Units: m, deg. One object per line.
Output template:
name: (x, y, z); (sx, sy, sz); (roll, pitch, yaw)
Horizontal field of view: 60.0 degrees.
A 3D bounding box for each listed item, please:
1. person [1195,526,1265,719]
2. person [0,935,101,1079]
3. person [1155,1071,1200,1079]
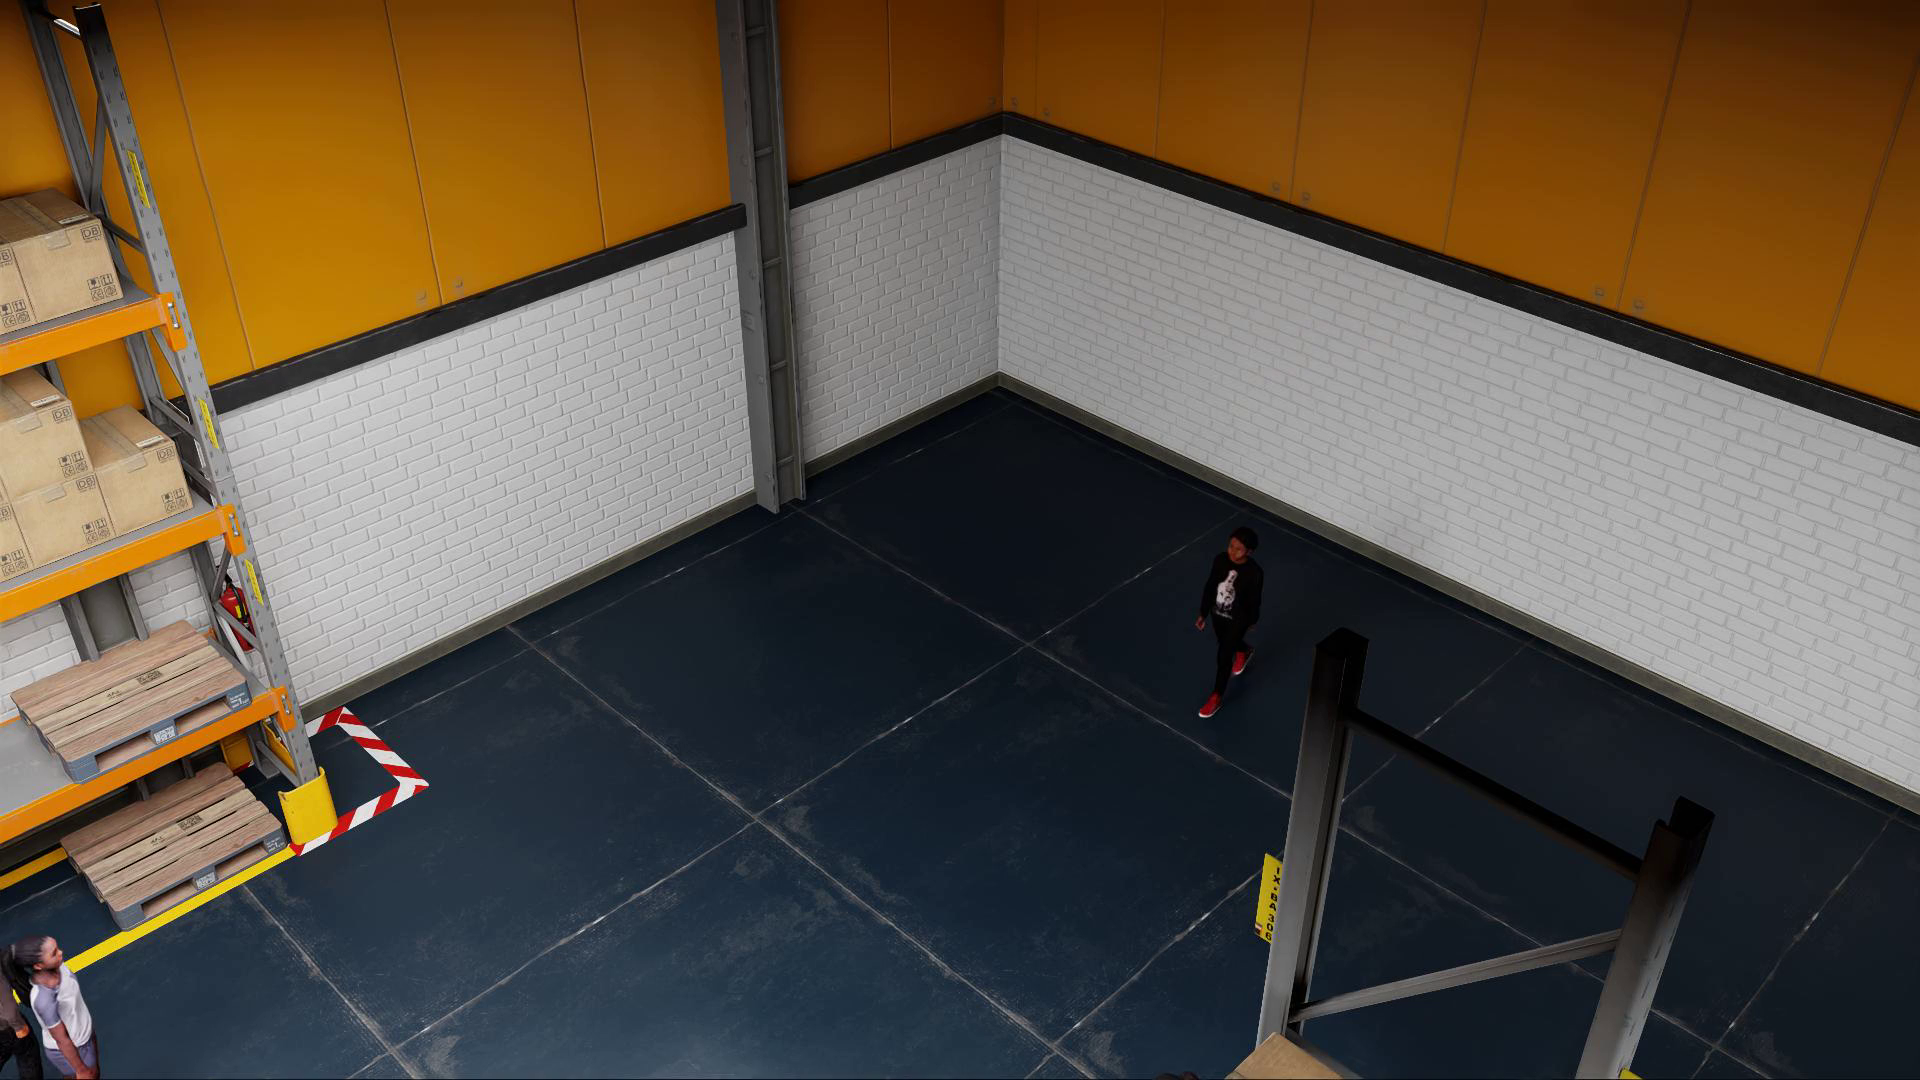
person: (2.179, 0.562, 13.160); (0.609, 1.640, 1.090); (27, 42, 34)
person: (-5.099, 2.899, 9.569); (0.665, 1.723, 0.685); (-14, 36, -20)
person: (1.134, 3.408, 8.780); (0.886, 1.749, 0.728); (-15, 37, -22)
